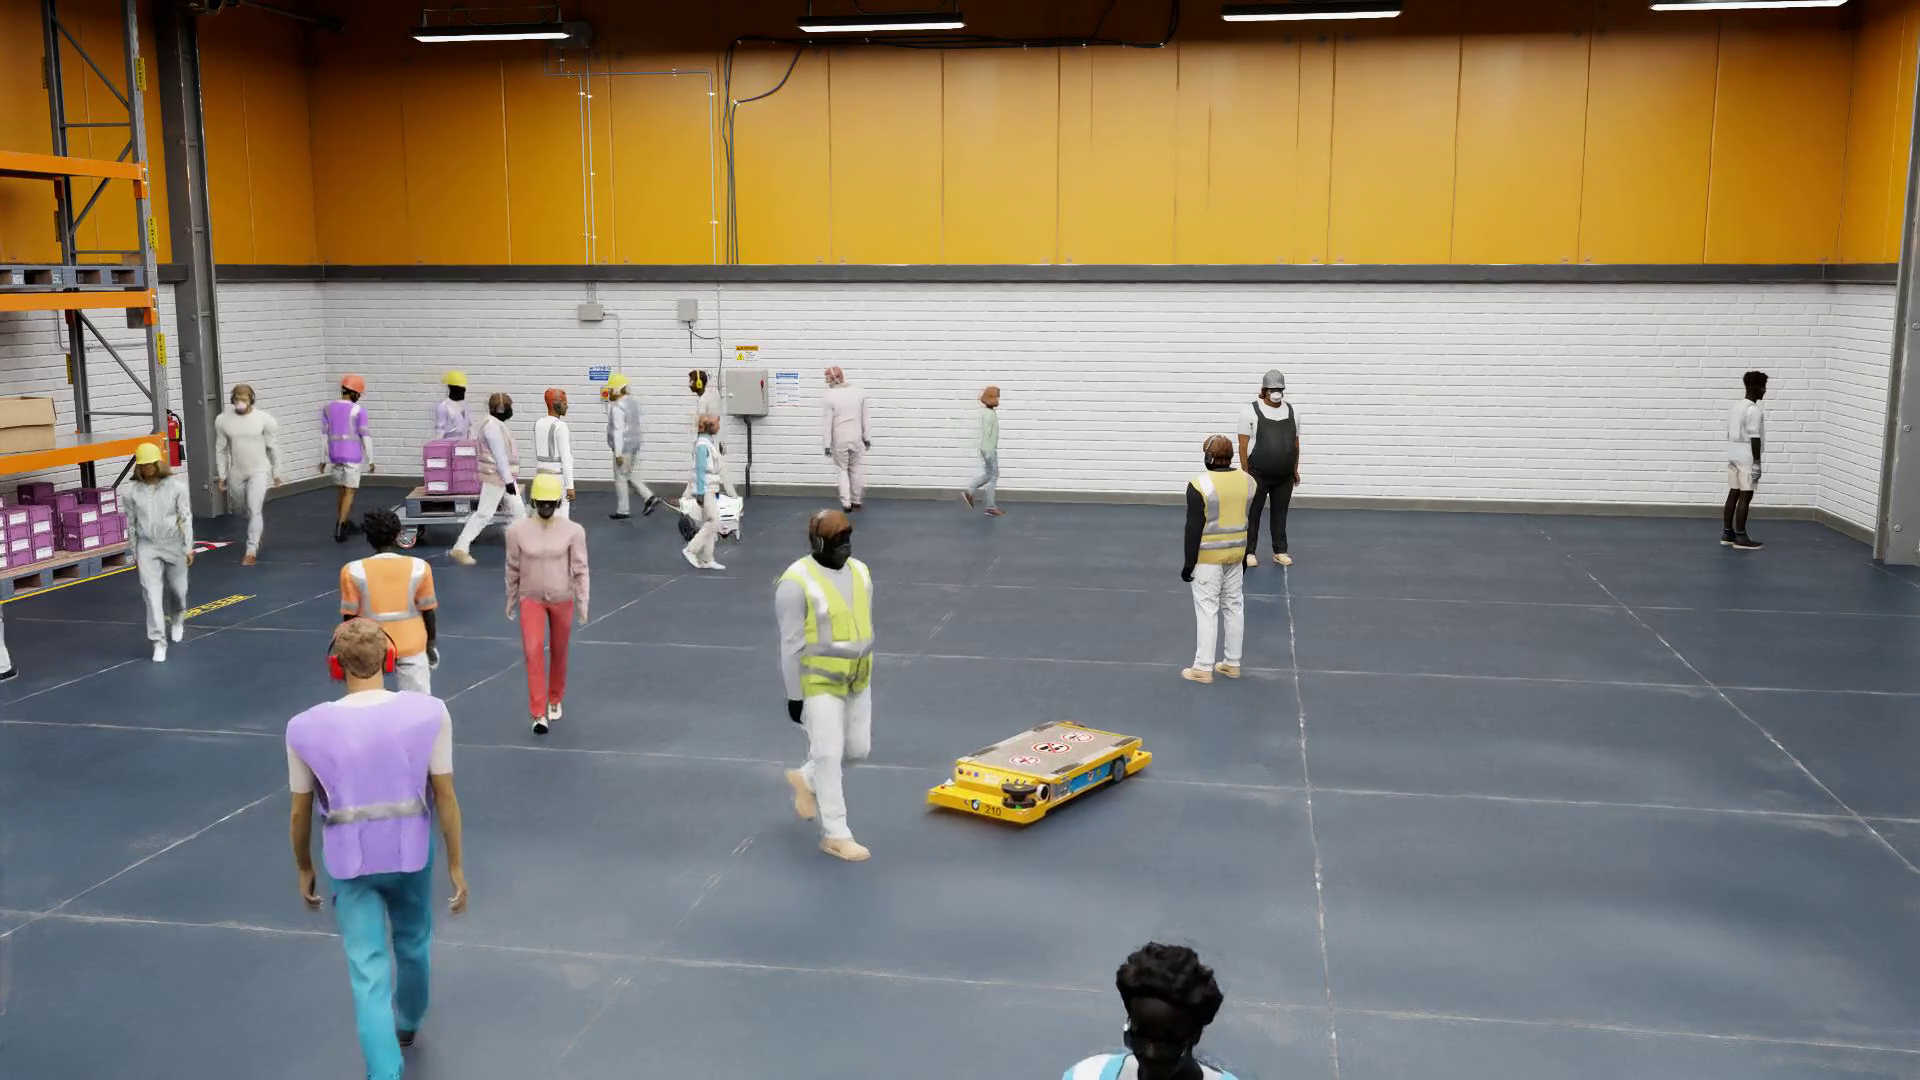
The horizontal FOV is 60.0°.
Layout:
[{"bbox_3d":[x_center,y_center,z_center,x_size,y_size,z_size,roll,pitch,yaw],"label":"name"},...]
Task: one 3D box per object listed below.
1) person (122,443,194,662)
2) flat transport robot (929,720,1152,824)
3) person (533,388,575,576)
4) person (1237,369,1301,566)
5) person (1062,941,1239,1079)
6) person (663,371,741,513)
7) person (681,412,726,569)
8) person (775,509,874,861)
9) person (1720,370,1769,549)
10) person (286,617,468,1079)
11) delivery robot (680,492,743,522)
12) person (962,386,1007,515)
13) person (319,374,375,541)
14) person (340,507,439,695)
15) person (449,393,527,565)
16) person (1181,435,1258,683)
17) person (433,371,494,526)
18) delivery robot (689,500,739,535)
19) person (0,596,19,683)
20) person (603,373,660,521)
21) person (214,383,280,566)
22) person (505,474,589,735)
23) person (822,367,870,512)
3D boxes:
[{"bbox_3d":[-6.376,0.056,13.255,0.484,1.707,0.823,-5,10,-26],"label":"person"},{"bbox_3d":[0.500,1.333,9.771,0.652,0.197,1.431,7,11,35],"label":"flat transport robot"},{"bbox_3d":[-4.040,-0.574,16.613,0.338,1.882,0.582,-9,13,-44],"label":"person"},{"bbox_3d":[3.225,-0.742,17.172,0.677,2.000,0.536,-2,9,-12],"label":"person"},{"bbox_3d":[0.413,1.658,3.459,0.553,1.652,0.867,4,10,22],"label":"person"},{"bbox_3d":[-3.220,-1.205,20.759,1.007,1.806,0.534,-1,9,-6],"label":"person"},{"bbox_3d":[-2.568,-0.490,16.881,0.373,1.625,0.521,0,9,-2],"label":"person"},{"bbox_3d":[-0.713,0.731,8.709,0.652,1.825,0.632,8,12,42],"label":"person"},{"bbox_3d":[8.655,-0.887,18.304,0.368,1.961,0.613,0,9,0],"label":"person"},{"bbox_3d":[-2.143,1.165,6.116,0.581,1.781,0.983,-4,10,-24],"label":"person"},{"bbox_3d":[-2.862,-0.375,19.202,0.707,0.478,0.477,-1,9,-5],"label":"delivery robot"},{"bbox_3d":[0.317,-1.119,20.793,0.492,1.622,0.510,1,9,3],"label":"person"},{"bbox_3d":[-6.985,-0.929,18.862,0.617,1.884,0.792,2,9,13],"label":"person"},{"bbox_3d":[-3.326,0.641,9.717,0.551,1.671,0.601,-5,10,-27],"label":"person"},{"bbox_3d":[-4.835,-0.629,17.252,0.979,1.796,0.626,-1,9,-4],"label":"person"},{"bbox_3d":[1.892,0.138,12.334,0.625,1.844,0.429,-6,11,-31],"label":"person"},{"bbox_3d":[-6.085,-1.096,19.919,0.974,1.876,0.590,1,9,9],"label":"person"},{"bbox_3d":[-2.757,-0.281,18.619,0.477,0.478,0.707,-5,11,-31],"label":"delivery robot"},{"bbox_3d":[-7.187,0.228,11.944,0.601,1.799,0.912,0,9,0],"label":"person"},{"bbox_3d":[-4.028,-1.128,20.239,0.568,1.820,0.624,2,9,12],"label":"person"},{"bbox_3d":[-7.459,-0.720,17.505,0.634,1.901,0.934,0,9,-3],"label":"person"},{"bbox_3d":[-2.716,0.417,10.963,0.540,1.707,0.924,-2,9,-14],"label":"person"},{"bbox_3d":[-1.468,-1.276,21.103,0.715,1.856,0.646,-6,11,-34],"label":"person"}]
